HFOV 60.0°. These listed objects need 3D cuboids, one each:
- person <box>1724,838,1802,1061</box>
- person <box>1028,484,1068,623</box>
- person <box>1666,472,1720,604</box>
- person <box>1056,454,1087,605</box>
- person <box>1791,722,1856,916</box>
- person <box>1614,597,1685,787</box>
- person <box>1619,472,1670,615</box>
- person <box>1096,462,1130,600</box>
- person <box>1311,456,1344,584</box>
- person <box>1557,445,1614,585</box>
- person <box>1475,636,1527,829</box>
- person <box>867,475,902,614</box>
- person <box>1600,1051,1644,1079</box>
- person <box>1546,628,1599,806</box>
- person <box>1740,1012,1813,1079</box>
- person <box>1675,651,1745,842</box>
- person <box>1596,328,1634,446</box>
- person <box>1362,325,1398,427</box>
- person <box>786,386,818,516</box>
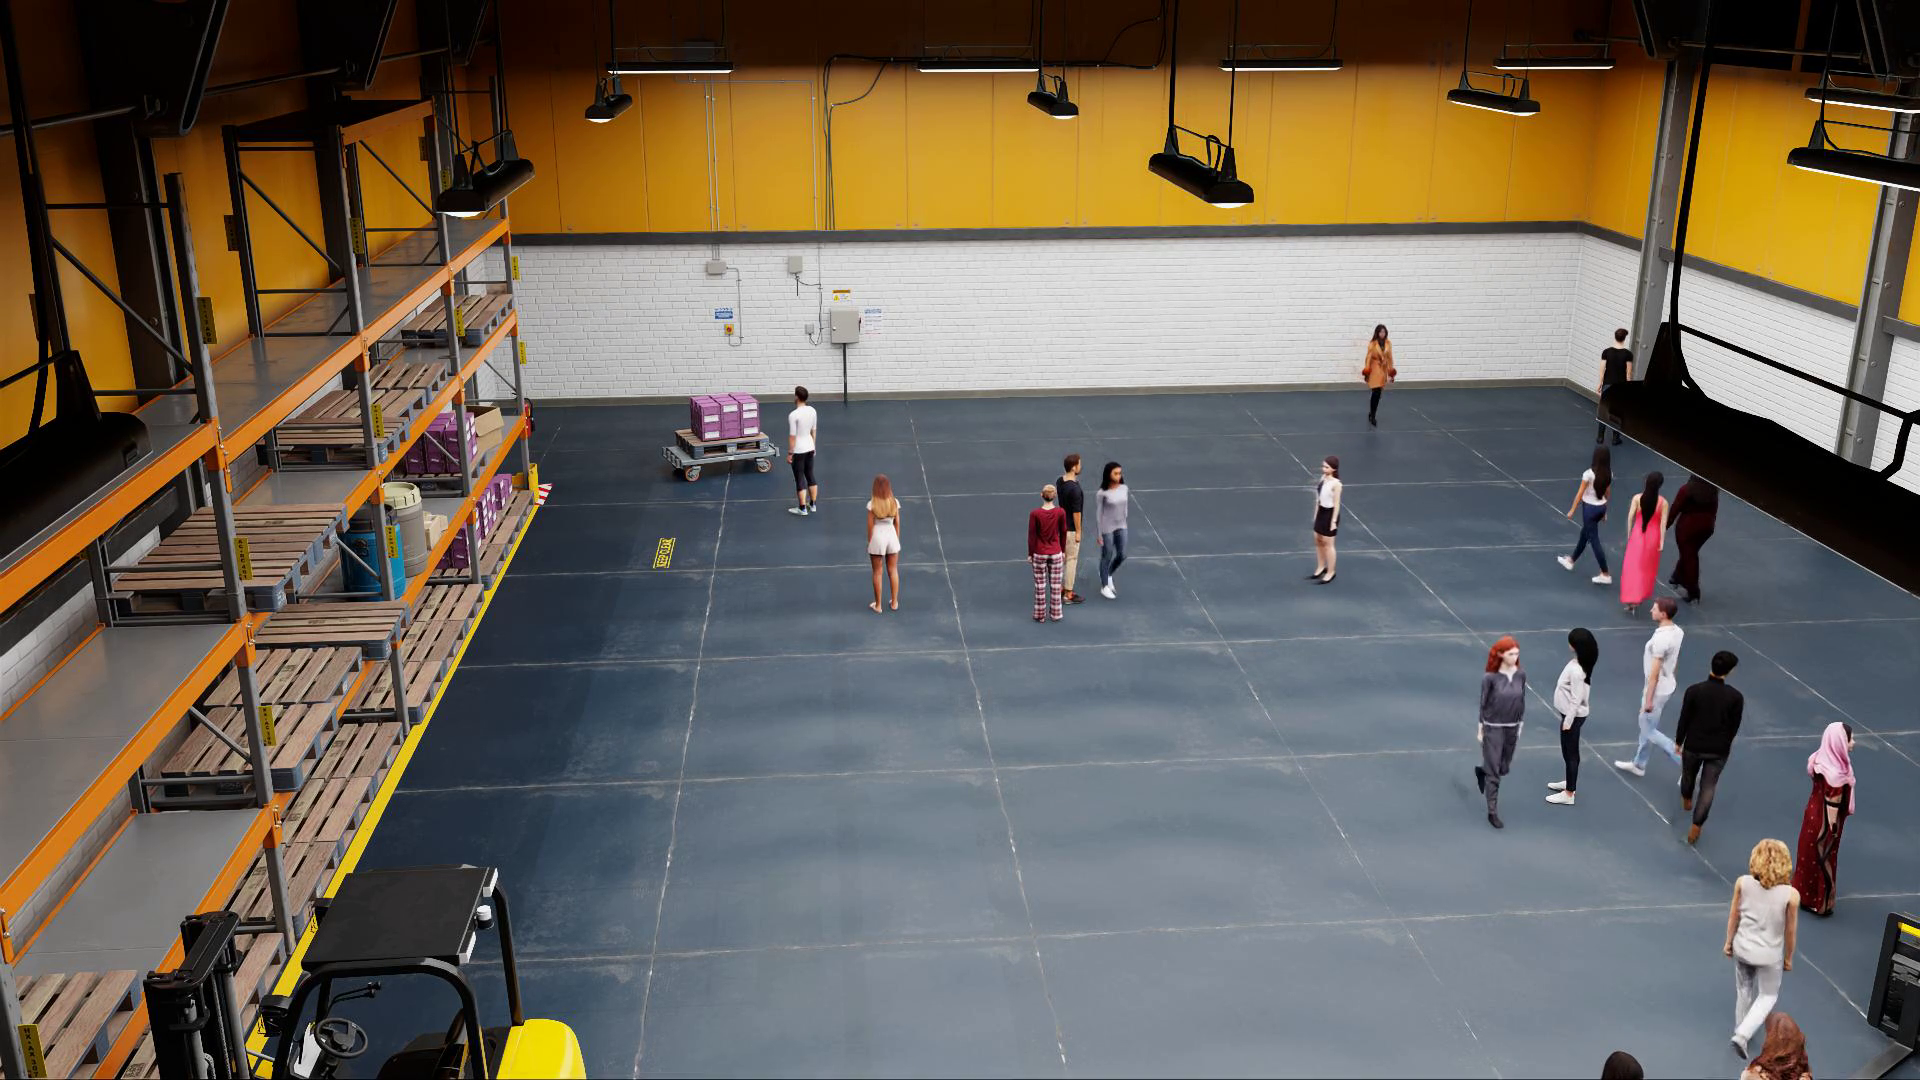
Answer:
[{"bbox_3d":[5.522,2.862,11.540,0.891,1.659,0.937,17,25,41],"label":"person"},{"bbox_3d":[1.031,0.142,19.556,0.628,1.698,0.521,-3,19,-10],"label":"person"},{"bbox_3d":[8.951,-0.059,20.130,0.804,1.713,1.016,-7,20,-20],"label":"person"},{"bbox_3d":[1.311,-0.148,20.172,0.749,1.855,0.603,-10,21,-26],"label":"person"},{"bbox_3d":[7.000,2.229,13.455,0.813,1.637,0.694,7,20,20],"label":"person"},{"bbox_3d":[6.601,1.439,15.499,1.119,1.829,1.062,15,24,38],"label":"person"},{"bbox_3d":[8.149,0.047,19.840,0.826,1.697,0.966,6,19,17],"label":"person"},{"bbox_3d":[1.805,-0.144,20.367,0.727,1.723,0.758,-9,21,-26],"label":"person"},{"bbox_3d":[4.615,-0.261,20.841,0.678,1.642,0.540,-7,20,-20],"label":"person"},{"bbox_3d":[7.970,-0.283,20.765,0.943,1.732,1.220,-10,21,-28],"label":"person"},{"bbox_3d":[4.783,1.673,14.910,0.635,1.761,0.920,-3,19,-10],"label":"person"},{"bbox_3d":[-0.915,0.033,19.883,0.617,1.697,0.623,-6,20,-17],"label":"person"},{"bbox_3d":[3.640,3.593,9.392,0.624,1.644,0.654,-15,24,-38],"label":"person"},{"bbox_3d":[5.627,1.598,15.229,0.761,1.700,0.650,9,20,24],"label":"person"},{"bbox_3d":[4.573,3.555,9.423,0.895,1.696,1.125,6,20,17],"label":"person"},{"bbox_3d":[6.551,1.831,14.574,1.009,1.676,1.211,8,20,22],"label":"person"},{"bbox_3d":[10.667,-2.508,27.116,0.752,1.896,0.754,9,21,25],"label":"person"},{"bbox_3d":[7.094,-2.828,28.364,0.742,1.705,0.790,-4,19,-12],"label":"person"},{"bbox_3d":[-2.217,-1.275,23.526,0.801,1.851,0.747,16,24,39],"label":"person"}]
